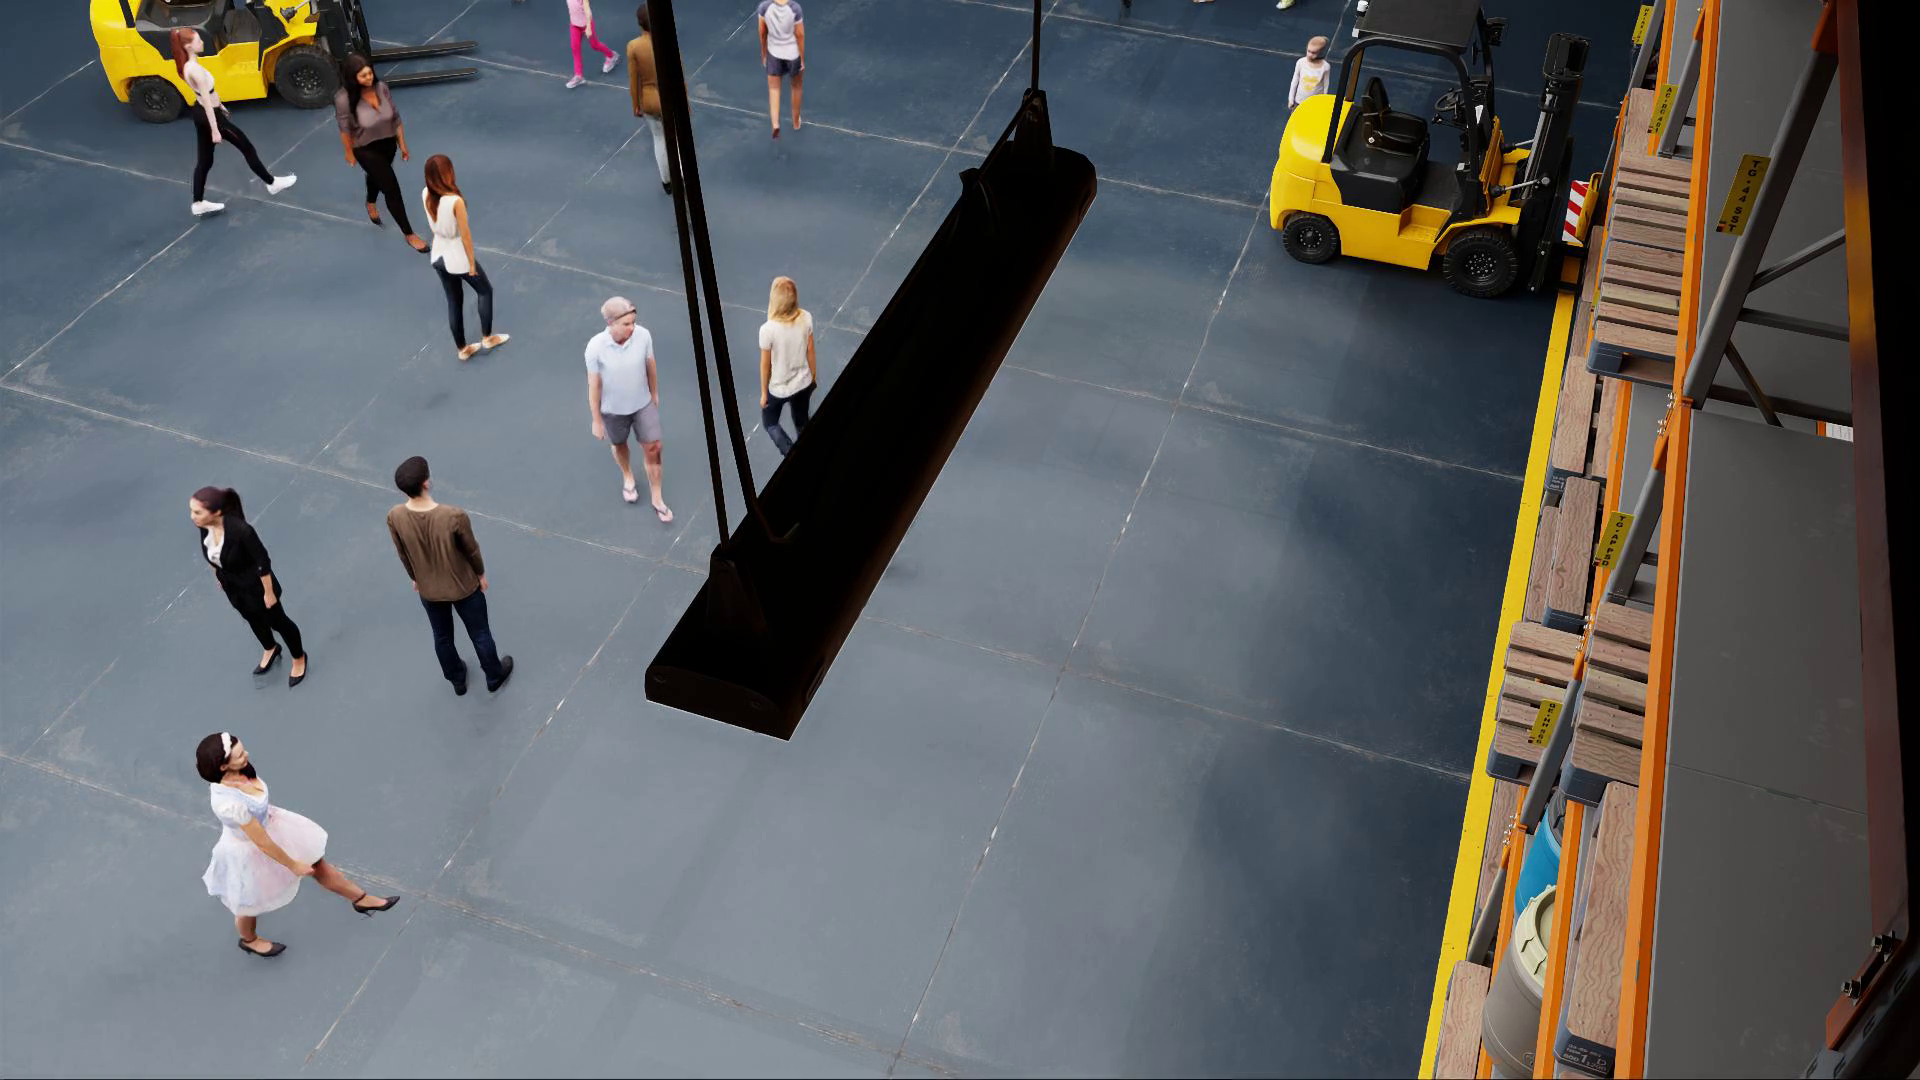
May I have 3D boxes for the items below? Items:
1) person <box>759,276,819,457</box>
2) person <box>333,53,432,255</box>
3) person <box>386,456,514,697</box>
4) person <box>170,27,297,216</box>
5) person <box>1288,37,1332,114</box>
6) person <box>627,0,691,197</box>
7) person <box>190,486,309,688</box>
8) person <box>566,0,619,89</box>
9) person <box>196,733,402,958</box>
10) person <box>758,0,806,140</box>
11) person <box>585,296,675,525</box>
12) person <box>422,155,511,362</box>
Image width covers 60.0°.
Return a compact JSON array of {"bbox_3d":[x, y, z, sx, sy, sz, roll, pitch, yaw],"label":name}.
[{"bbox_3d":[-1.159,-1.037,11.773,0.804,1.799,0.852,-28,50,-26],"label":"person"},{"bbox_3d":[-5.055,-3.337,14.206,0.913,1.773,1.219,27,50,26],"label":"person"},{"bbox_3d":[-3.197,0.251,10.358,0.725,1.886,0.696,-1,44,-2],"label":"person"},{"bbox_3d":[-6.635,-3.619,14.563,1.238,1.689,1.045,-26,49,-25],"label":"person"},{"bbox_3d":[3.205,-4.041,15.304,0.497,1.278,0.490,12,45,12],"label":"person"},{"bbox_3d":[-2.637,-3.829,14.700,0.798,1.804,0.838,-6,44,-6],"label":"person"},{"bbox_3d":[-4.482,0.272,10.499,0.607,1.660,0.549,17,46,17],"label":"person"},{"bbox_3d":[-3.703,-5.168,16.505,0.668,1.253,0.954,27,50,25],"label":"person"},{"bbox_3d":[-3.848,1.713,8.905,1.119,1.772,1.160,-10,45,-10],"label":"person"},{"bbox_3d":[-1.647,-4.493,15.538,0.729,1.609,0.905,1,44,1],"label":"person"},{"bbox_3d":[-2.382,-1.018,11.748,0.957,1.805,1.028,-12,45,-13],"label":"person"},{"bbox_3d":[-3.987,-2.131,12.942,0.631,1.770,0.675,16,46,16],"label":"person"}]
